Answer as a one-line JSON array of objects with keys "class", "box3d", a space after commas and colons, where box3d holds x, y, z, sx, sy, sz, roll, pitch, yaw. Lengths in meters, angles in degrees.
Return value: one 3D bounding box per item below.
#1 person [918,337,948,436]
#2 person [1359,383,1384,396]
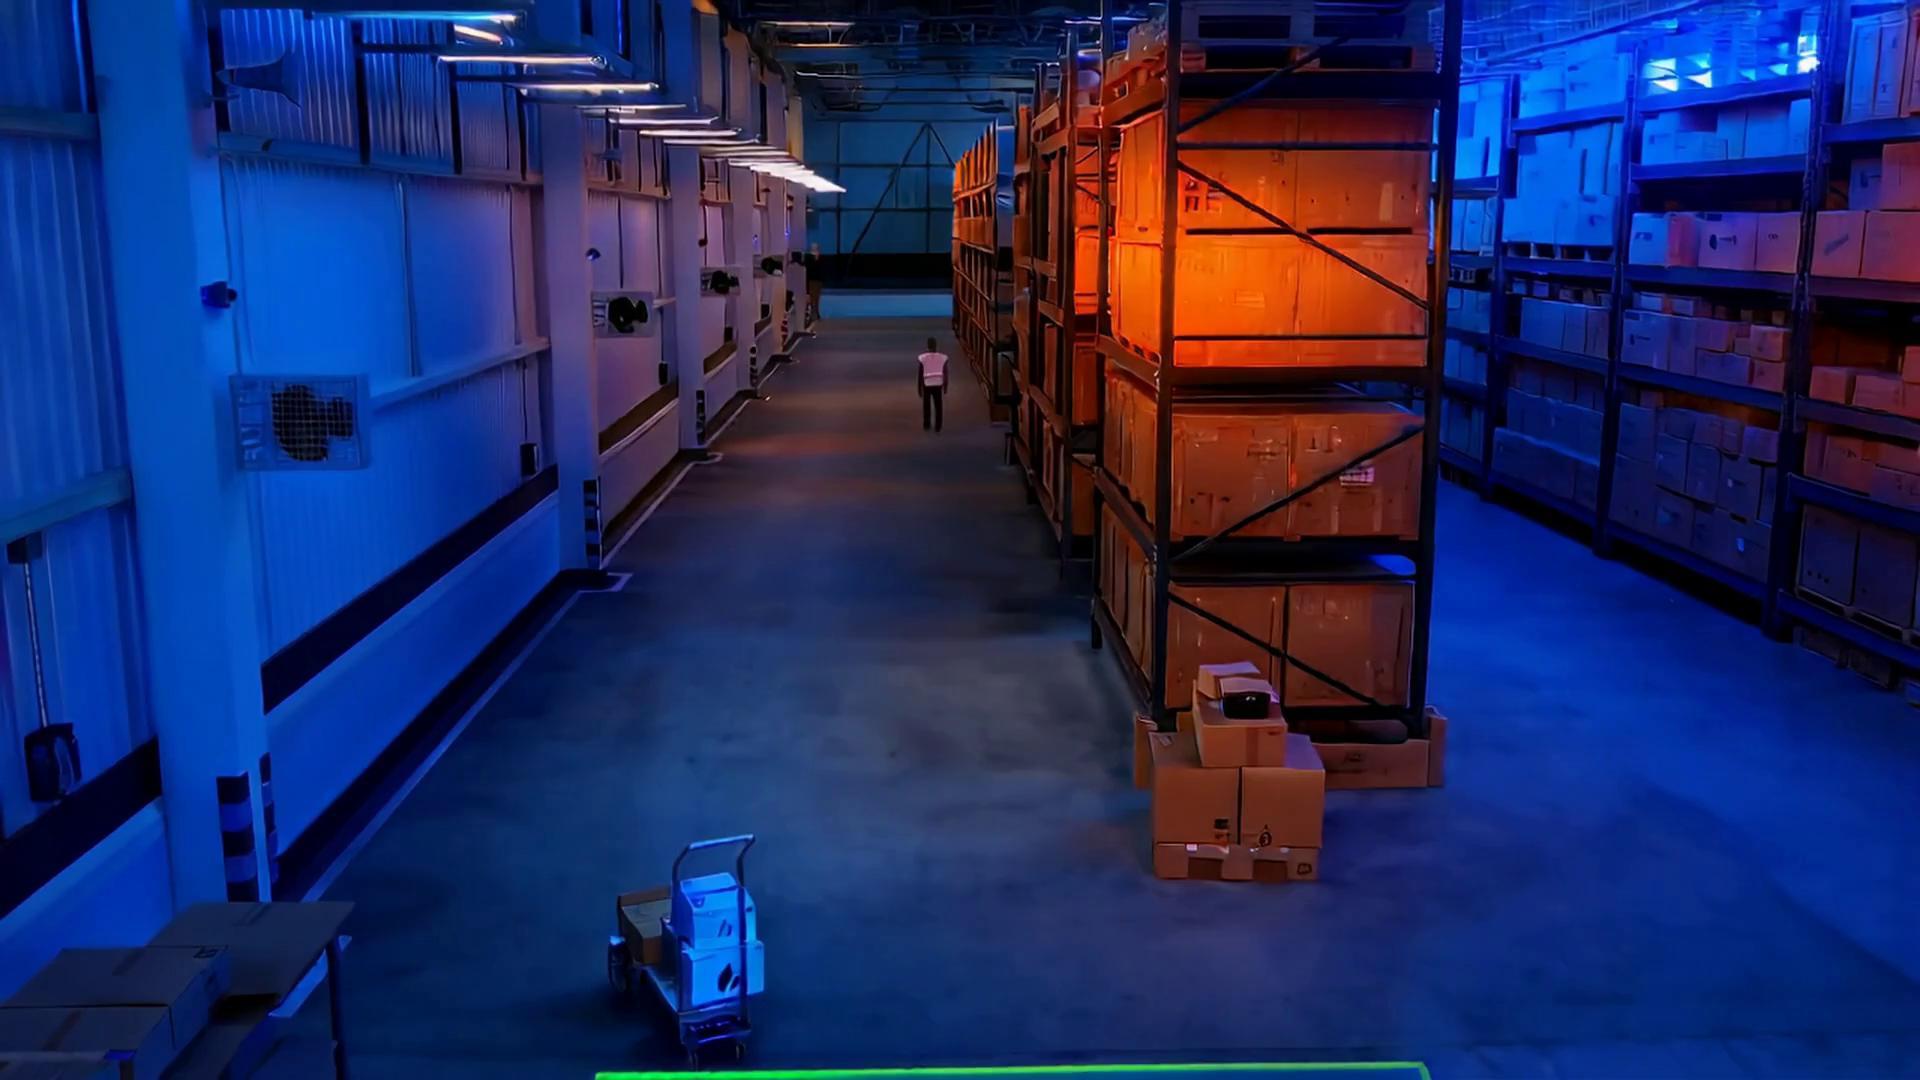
[{"class": "person", "box3d": [-0.519, -2.943, 31.808, 0.603, 1.868, 1.033, -2, 11, -12]}, {"class": "person", "box3d": [7.443, -2.598, 30.225, 0.977, 1.791, 0.648, 0, 11, 0]}]
